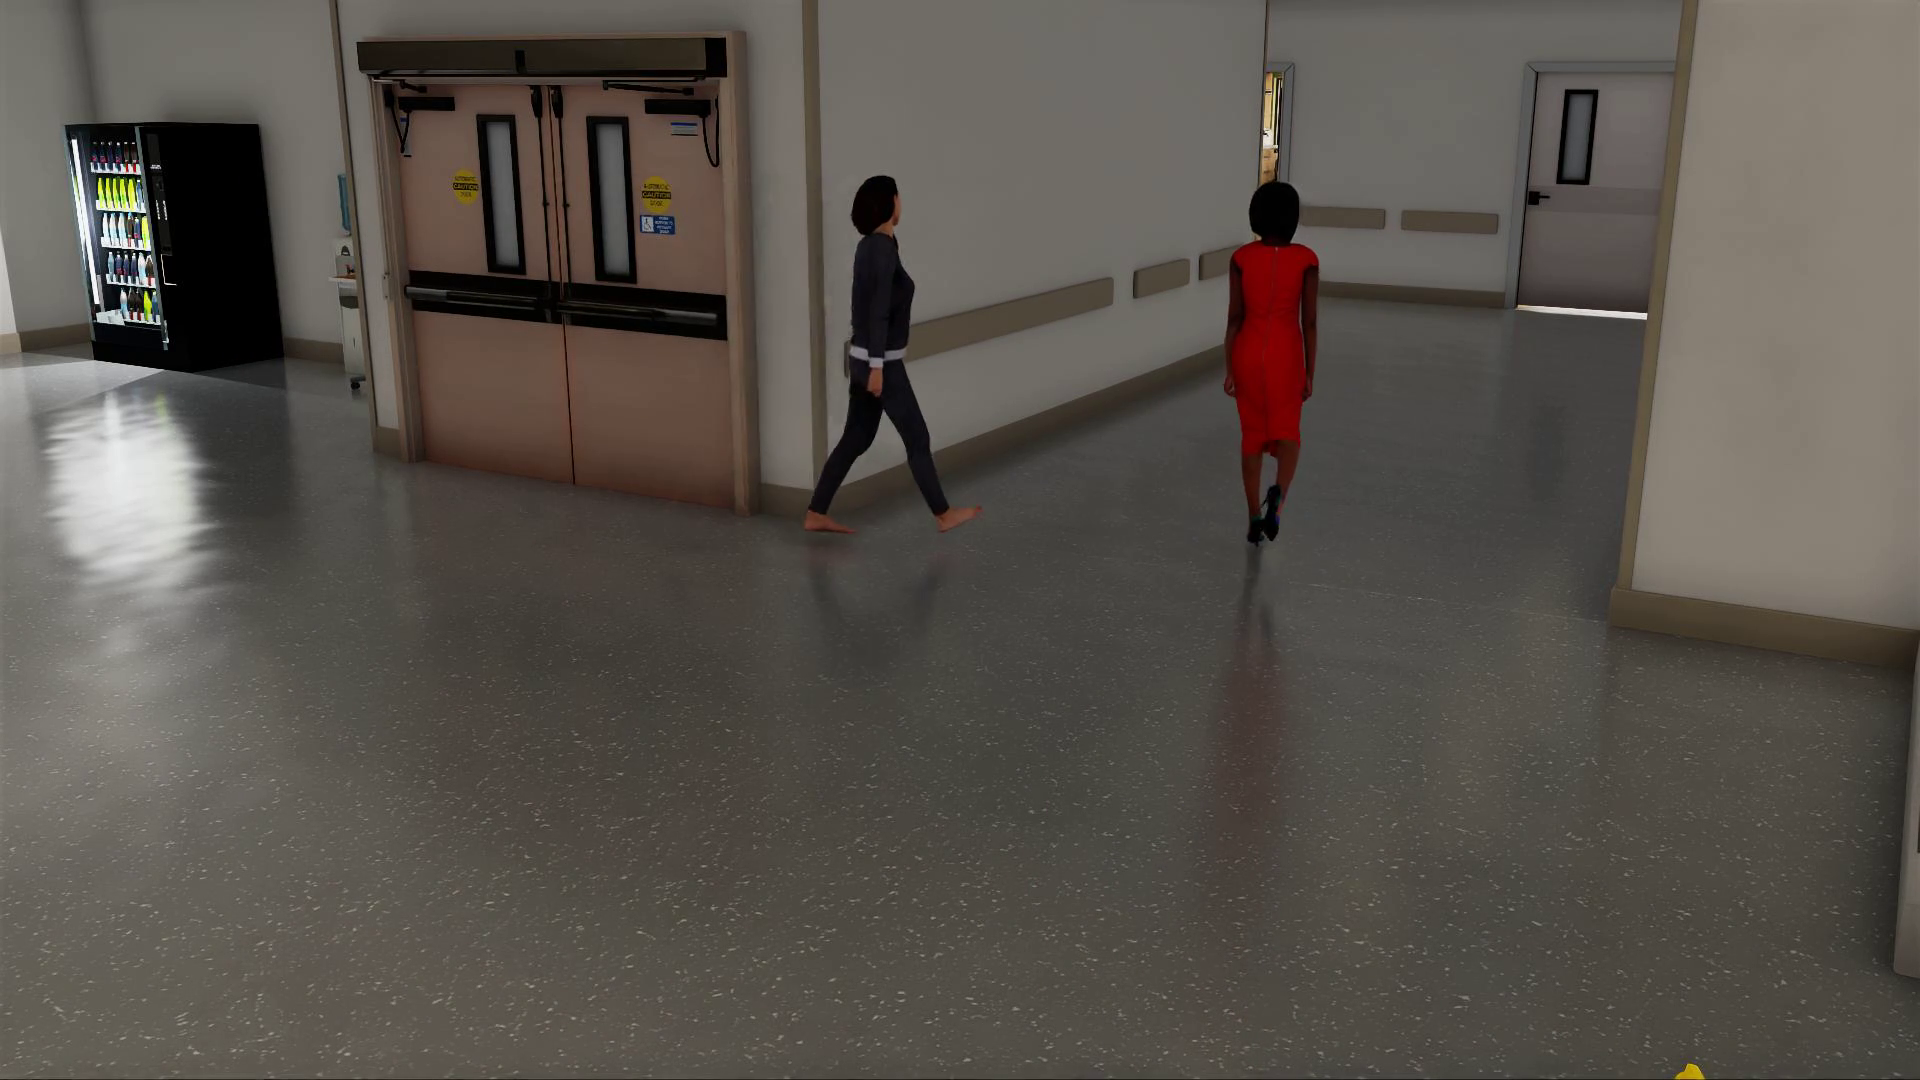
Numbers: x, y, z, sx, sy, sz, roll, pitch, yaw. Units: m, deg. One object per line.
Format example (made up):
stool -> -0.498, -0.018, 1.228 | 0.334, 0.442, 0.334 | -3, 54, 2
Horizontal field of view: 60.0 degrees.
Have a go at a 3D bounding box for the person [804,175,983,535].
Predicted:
person -> -0.479, -0.821, 7.951 | 1.164, 1.713, 1.116 | -4, 16, -14

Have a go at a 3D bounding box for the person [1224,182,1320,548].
person -> 1.429, -0.761, 7.711 | 0.888, 1.728, 0.801 | 3, 16, 10
